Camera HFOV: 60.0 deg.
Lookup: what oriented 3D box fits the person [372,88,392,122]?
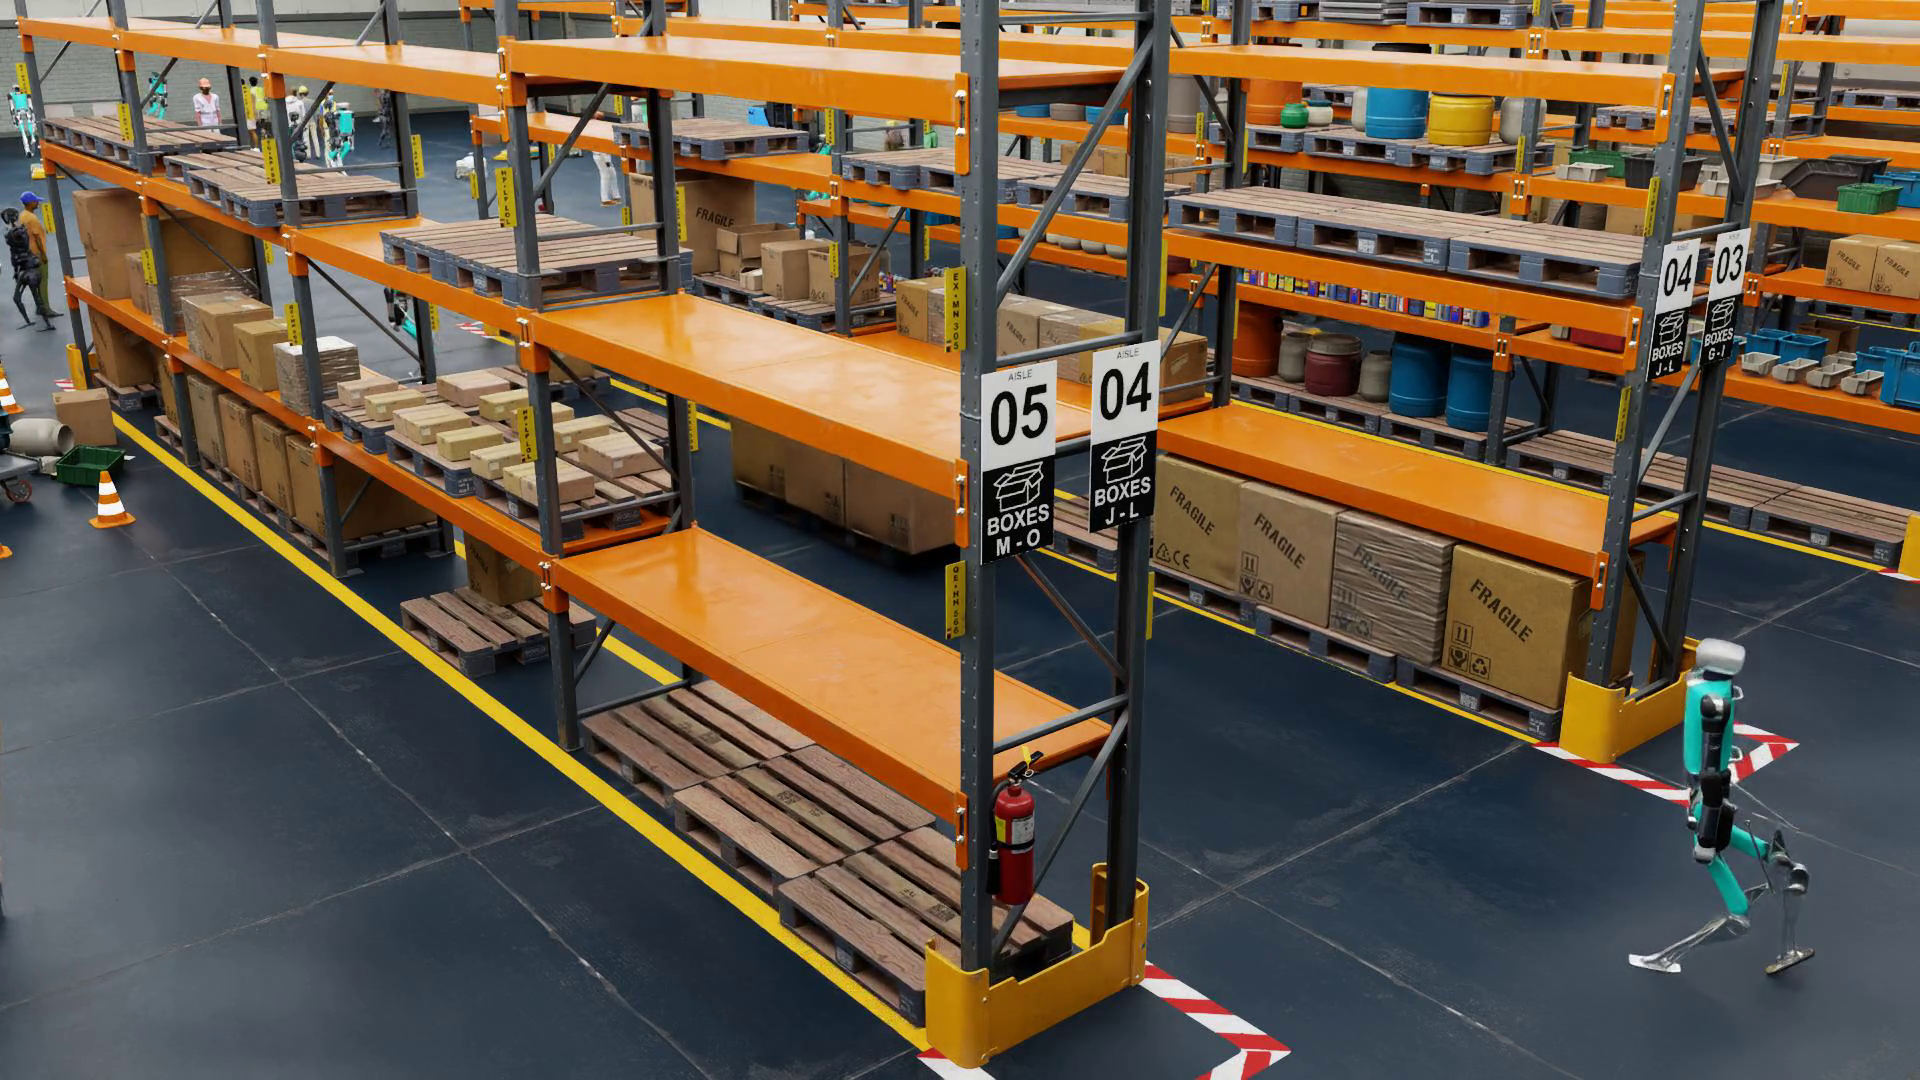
[{"bbox_3d":[-17.507,-13.614,50.312,0.499,1.841,0.867,17,26,40],"label":"person"}]

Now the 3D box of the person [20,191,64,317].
[{"bbox_3d":[-12.734,-3.955,23.007,0.462,1.717,0.356,17,26,41],"label":"person"}]

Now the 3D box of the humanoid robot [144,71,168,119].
[{"bbox_3d":[-22.262,-12.061,46.054,0.549,1.742,0.974,4,20,11],"label":"humanoid robot"}]

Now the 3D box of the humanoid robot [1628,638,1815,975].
[{"bbox_3d":[3.829,1.354,7.934,0.997,1.775,0.535,6,20,17],"label":"humanoid robot"}]

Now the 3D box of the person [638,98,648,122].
[{"bbox_3d":[-7.863,-10.752,42.011,0.494,1.950,0.733,2,19,6],"label":"person"}]

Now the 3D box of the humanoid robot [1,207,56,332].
[{"bbox_3d":[-12.339,-3.572,21.981,0.598,1.648,0.429,16,25,37],"label":"humanoid robot"}]

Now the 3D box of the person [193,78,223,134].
[{"bbox_3d":[-17.784,-9.900,39.442,0.376,2.043,0.606,15,24,37],"label":"person"}]

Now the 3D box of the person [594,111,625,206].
[{"bbox_3d":[-7.058,-7.620,33.226,0.453,1.861,0.684,3,20,8],"label":"person"}]

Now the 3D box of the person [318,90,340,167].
[{"bbox_3d":[-14.606,-9.516,38.593,0.419,1.879,0.592,12,23,31],"label":"person"}]

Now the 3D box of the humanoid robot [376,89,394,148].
[{"bbox_3d":[-14.940,-11.004,43.139,0.448,1.646,0.601,0,19,1],"label":"humanoid robot"}]

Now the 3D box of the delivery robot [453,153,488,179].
[{"bbox_3d":[-10.984,-8.374,37.347,0.499,0.601,0.783,7,21,20],"label":"delivery robot"}]

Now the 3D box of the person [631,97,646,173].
[{"bbox_3d":[-7.307,-9.133,37.479,0.352,1.896,0.562,5,20,15],"label":"person"}]

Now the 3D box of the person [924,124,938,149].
[{"bbox_3d":[-0.612,-7.533,33.176,0.478,1.733,0.315,15,25,37],"label":"person"}]

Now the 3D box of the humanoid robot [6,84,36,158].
[{"bbox_3d":[-23.169,-10.331,41.199,0.558,1.815,0.898,-11,22,-29],"label":"humanoid robot"}]

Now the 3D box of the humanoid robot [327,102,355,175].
[{"bbox_3d":[-13.577,-8.697,36.345,0.741,1.709,0.534,10,22,25],"label":"humanoid robot"}]

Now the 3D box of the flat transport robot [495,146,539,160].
[{"bbox_3d":[-10.755,-9.548,41.109,0.659,0.231,1.431,11,22,28],"label":"flat transport robot"}]

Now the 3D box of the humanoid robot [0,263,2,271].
[{"bbox_3d":[-14.057,-4.201,23.719,0.832,1.798,0.553,-11,22,-29],"label":"humanoid robot"}]

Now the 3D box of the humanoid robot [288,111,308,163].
[{"bbox_3d":[-14.017,-8.242,35.267,0.359,1.654,0.601,-2,19,-5],"label":"humanoid robot"}]

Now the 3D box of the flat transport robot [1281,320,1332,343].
[{"bbox_3d":[4.096,-2.669,21.532,0.659,0.231,1.431,-13,23,-33],"label":"flat transport robot"}]

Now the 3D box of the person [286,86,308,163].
[{"bbox_3d":[-15.711,-9.793,39.408,0.481,1.857,1.027,1,19,4],"label":"person"}]

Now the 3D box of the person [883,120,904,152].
[{"bbox_3d":[-1.344,-7.396,32.834,0.570,1.707,0.838,-18,26,-41],"label":"person"}]

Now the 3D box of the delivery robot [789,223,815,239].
[{"bbox_3d":[-2.804,-4.953,27.603,0.767,0.595,0.513,-5,20,-13],"label":"delivery robot"}]

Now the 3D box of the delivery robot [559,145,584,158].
[{"bbox_3d":[-9.726,-9.819,41.427,0.499,0.579,0.753,-12,23,-31],"label":"delivery robot"}]

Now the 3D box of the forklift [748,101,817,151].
[{"bbox_3d":[-4.526,-11.368,42.374,1.129,2.768,1.873,-15,24,-37],"label":"forklift"}]

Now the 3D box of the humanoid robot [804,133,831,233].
[{"bbox_3d":[-2.571,-6.341,29.863,0.746,1.836,0.541,-16,25,-37],"label":"humanoid robot"}]

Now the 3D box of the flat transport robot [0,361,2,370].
[{"bbox_3d":[-12.079,-1.959,19.512,1.431,0.231,0.659,-10,22,-25],"label":"flat transport robot"}]

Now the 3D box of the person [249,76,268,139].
[{"bbox_3d":[-19.054,-11.742,45.216,0.429,1.677,0.560,14,24,35],"label":"person"}]

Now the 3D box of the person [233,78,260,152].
[{"bbox_3d":[-18.089,-10.763,42.194,0.795,1.843,0.410,8,21,21],"label":"person"}]

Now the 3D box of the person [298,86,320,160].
[{"bbox_3d":[-15.989,-10.208,40.731,0.319,1.765,0.534,17,26,40],"label":"person"}]

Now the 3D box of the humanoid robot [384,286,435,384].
[{"bbox_3d":[-6.200,-2.546,18.976,0.544,1.761,0.943,-18,26,-42],"label":"humanoid robot"}]

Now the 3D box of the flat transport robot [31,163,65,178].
[{"bbox_3d":[-20.787,-8.418,37.895,0.659,0.231,1.431,-10,22,-26],"label":"flat transport robot"}]

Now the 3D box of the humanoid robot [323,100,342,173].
[{"bbox_3d":[-14.369,-9.223,38.051,0.353,1.646,0.612,-5,20,-13],"label":"humanoid robot"}]
